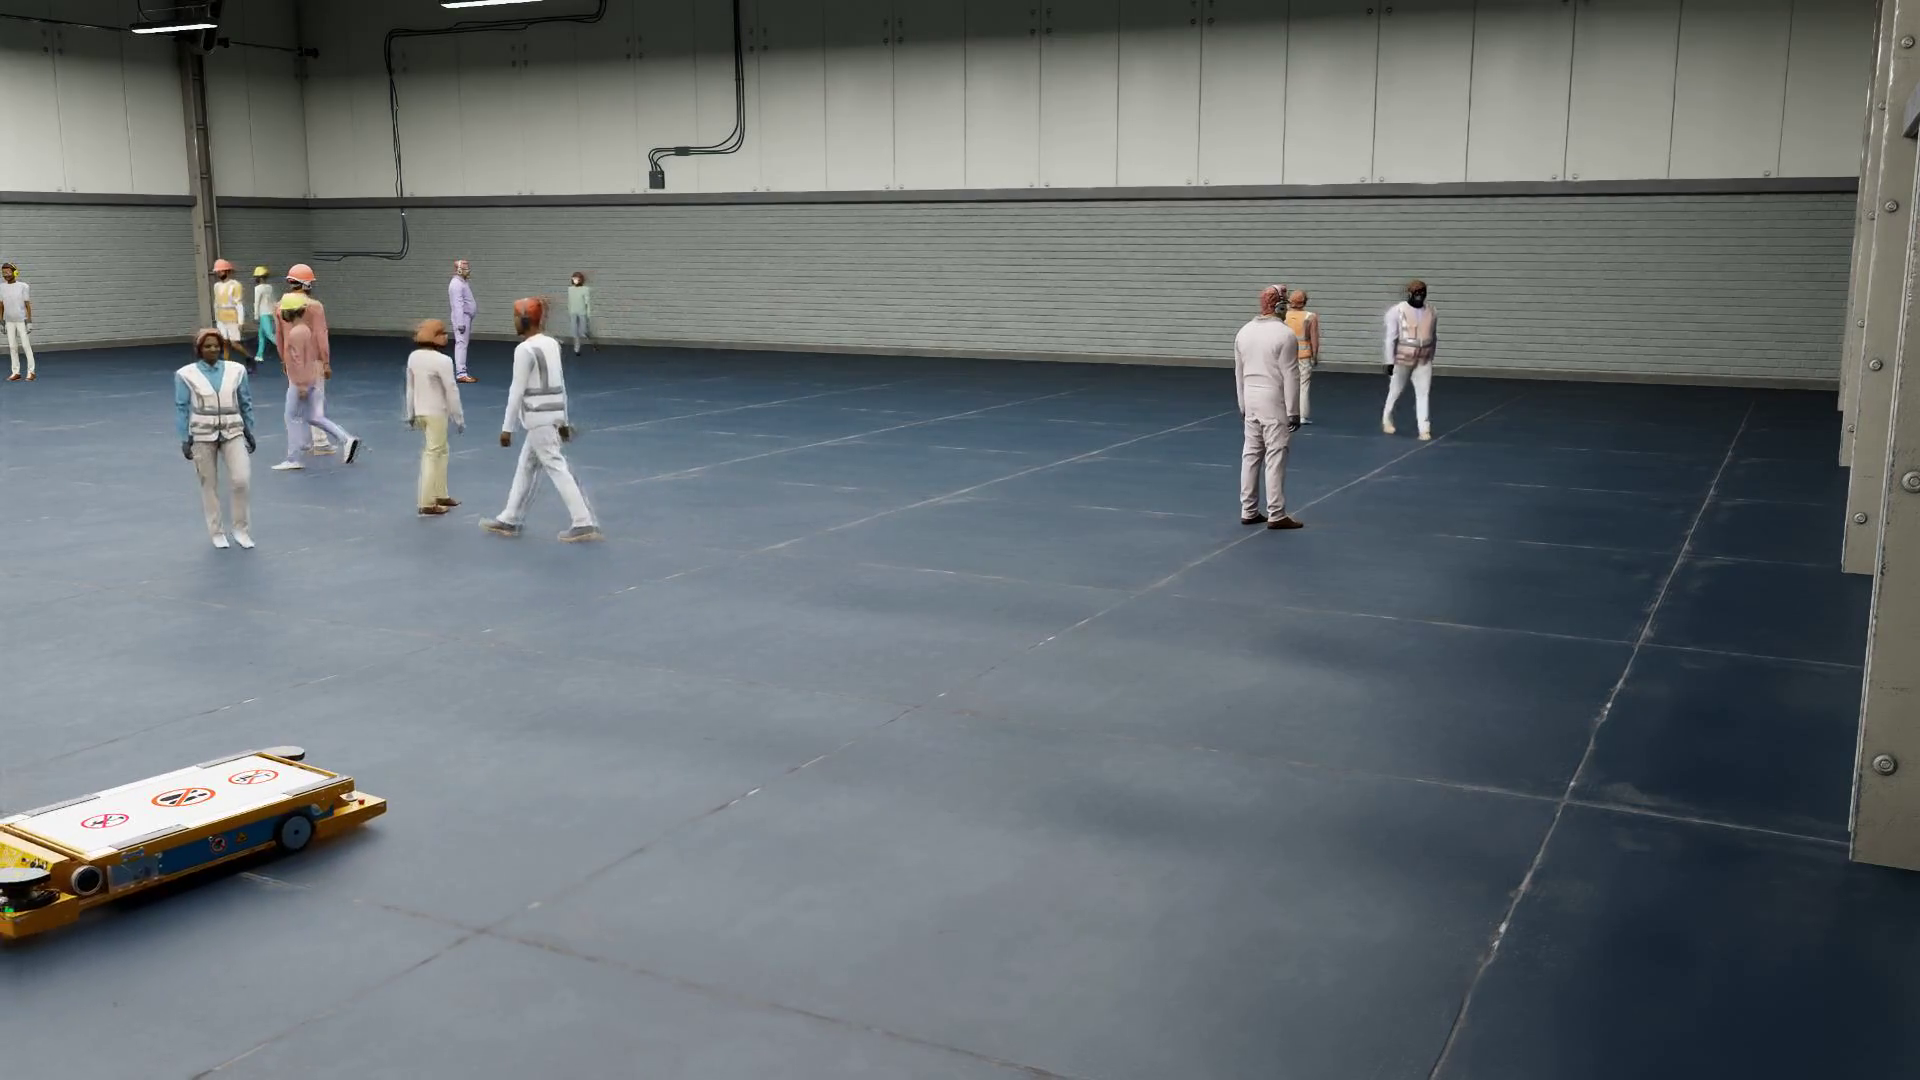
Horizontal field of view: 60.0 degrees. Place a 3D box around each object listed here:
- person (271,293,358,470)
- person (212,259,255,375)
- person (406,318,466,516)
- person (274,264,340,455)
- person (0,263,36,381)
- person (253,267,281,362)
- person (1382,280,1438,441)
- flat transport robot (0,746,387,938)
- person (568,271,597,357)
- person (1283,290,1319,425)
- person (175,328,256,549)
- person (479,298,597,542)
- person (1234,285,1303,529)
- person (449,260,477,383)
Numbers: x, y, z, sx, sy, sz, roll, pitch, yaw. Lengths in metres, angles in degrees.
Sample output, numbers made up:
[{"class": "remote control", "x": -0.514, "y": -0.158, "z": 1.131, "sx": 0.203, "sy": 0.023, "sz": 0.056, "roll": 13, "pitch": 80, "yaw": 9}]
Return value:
[{"class": "person", "x": -6.407, "y": -1.558, "z": 16.371, "sx": 0.740, "sy": 1.746, "sz": 0.532, "roll": -2, "pitch": 11, "yaw": -9}, {"class": "person", "x": -11.654, "y": -3.525, "z": 26.598, "sx": 0.556, "sy": 1.917, "sz": 0.601, "roll": 4, "pitch": 11, "yaw": 20}, {"class": "person", "x": -4.270, "y": -1.015, "z": 13.716, "sx": 0.534, "sy": 1.612, "sz": 0.587, "roll": 7, "pitch": 13, "yaw": 35}, {"class": "person", "x": -6.861, "y": -1.883, "z": 17.439, "sx": 0.617, "sy": 1.994, "sz": 0.381, "roll": 3, "pitch": 11, "yaw": 17}, {"class": "person", "x": -14.955, "y": -3.446, "z": 26.342, "sx": 0.508, "sy": 1.862, "sz": 0.312, "roll": 0, "pitch": 10, "yaw": -2}, {"class": "person", "x": -12.577, "y": -4.096, "z": 30.220, "sx": 0.843, "sy": 1.736, "sz": 0.529, "roll": 1, "pitch": 10, "yaw": 7}, {"class": "person", "x": 5.127, "y": -2.062, "z": 18.975, "sx": 0.633, "sy": 1.808, "sz": 0.950, "roll": -2, "pitch": 10, "yaw": -8}, {"class": "flat transport robot", "x": -2.914, "y": 1.058, "z": 6.102, "sx": 0.652, "sy": 0.197, "sz": 1.431, "roll": 7, "pitch": 12, "yaw": 34}, {"class": "person", "x": -7.211, "y": -4.313, "z": 31.707, "sx": 0.498, "sy": 1.622, "sz": 0.577, "roll": 4, "pitch": 11, "yaw": 20}, {"class": "person", "x": 4.099, "y": -2.217, "z": 20.230, "sx": 0.520, "sy": 1.639, "sz": 0.309, "roll": 5, "pitch": 12, "yaw": 26}, {"class": "person", "x": -5.386, "y": -0.721, "z": 12.100, "sx": 0.546, "sy": 1.616, "sz": 0.588, "roll": -7, "pitch": 13, "yaw": -35}, {"class": "person", "x": -3.192, "y": -0.895, "z": 12.509, "sx": 1.002, "sy": 1.829, "sz": 0.589, "roll": 2, "pitch": 11, "yaw": 10}, {"class": "person", "x": 2.453, "y": -1.042, "z": 13.091, "sx": 0.406, "sy": 1.911, "sz": 0.639, "roll": -7, "pitch": 12, "yaw": -33}, {"class": "person", "x": -7.769, "y": -3.420, "z": 26.063, "sx": 0.403, "sy": 1.906, "sz": 0.652, "roll": -2, "pitch": 11, "yaw": -12}]
